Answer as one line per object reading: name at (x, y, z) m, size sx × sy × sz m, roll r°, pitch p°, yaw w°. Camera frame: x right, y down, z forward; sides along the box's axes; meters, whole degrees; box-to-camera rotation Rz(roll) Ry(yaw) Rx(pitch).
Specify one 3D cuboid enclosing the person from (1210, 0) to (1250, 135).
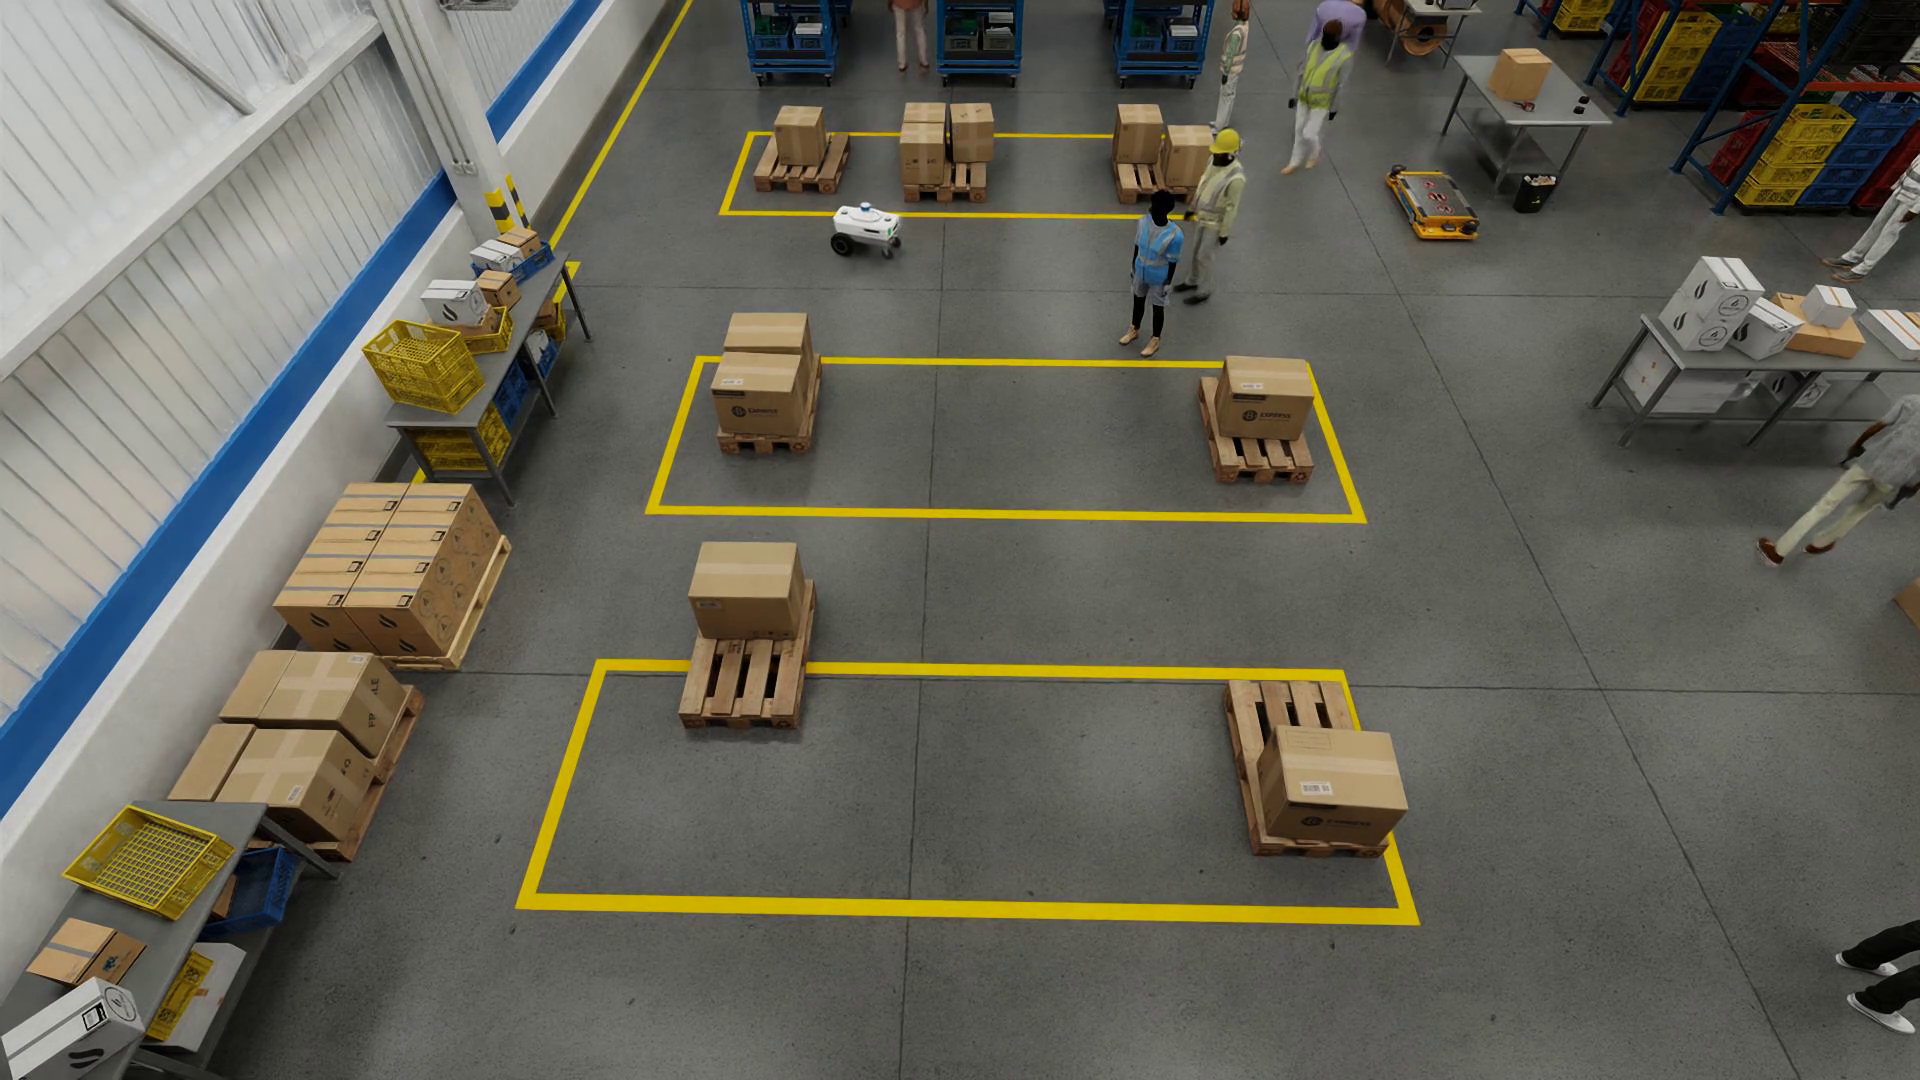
person at (3.522, -6.132, 11.929) m, size 0.313 × 1.634 × 0.514 m, roll 19°, pitch 52°, yaw 16°

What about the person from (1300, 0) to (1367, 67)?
person at (4.741, -6.179, 11.800) m, size 0.638 × 1.897 × 0.714 m, roll 28°, pitch 55°, yaw 22°

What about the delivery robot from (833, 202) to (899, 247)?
delivery robot at (-1.052, -3.569, 10.358) m, size 0.707 × 0.478 × 0.477 m, roll 12°, pitch 50°, yaw 10°

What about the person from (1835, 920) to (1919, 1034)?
person at (5.336, 2.003, 4.699) m, size 0.391 × 1.920 × 0.593 m, roll 17°, pitch 51°, yaw 14°

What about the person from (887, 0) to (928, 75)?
person at (-0.743, -7.684, 13.042) m, size 0.624 × 1.982 × 0.411 m, roll -10°, pitch 50°, yaw -9°

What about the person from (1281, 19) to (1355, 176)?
person at (4.299, -5.326, 11.109) m, size 0.437 × 1.829 × 0.627 m, roll -28°, pitch 55°, yaw -22°

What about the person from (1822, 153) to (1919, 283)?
person at (9.896, -3.586, 9.561) m, size 0.360 × 1.883 × 0.574 m, roll 13°, pitch 50°, yaw 11°

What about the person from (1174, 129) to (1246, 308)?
person at (2.553, -3.286, 9.343) m, size 0.426 × 1.827 × 0.610 m, roll -9°, pitch 50°, yaw -8°

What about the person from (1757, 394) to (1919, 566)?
person at (6.918, -0.486, 6.926) m, size 0.680 × 1.825 × 0.518 m, roll -28°, pitch 55°, yaw -22°

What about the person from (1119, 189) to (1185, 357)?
person at (1.840, -2.552, 8.793) m, size 0.319 × 1.690 × 0.530 m, roll -35°, pitch 58°, yaw -27°

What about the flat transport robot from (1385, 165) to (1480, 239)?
flat transport robot at (5.692, -4.094, 11.059) m, size 0.652 × 0.197 × 1.431 m, roll 1°, pitch 49°, yaw 1°
